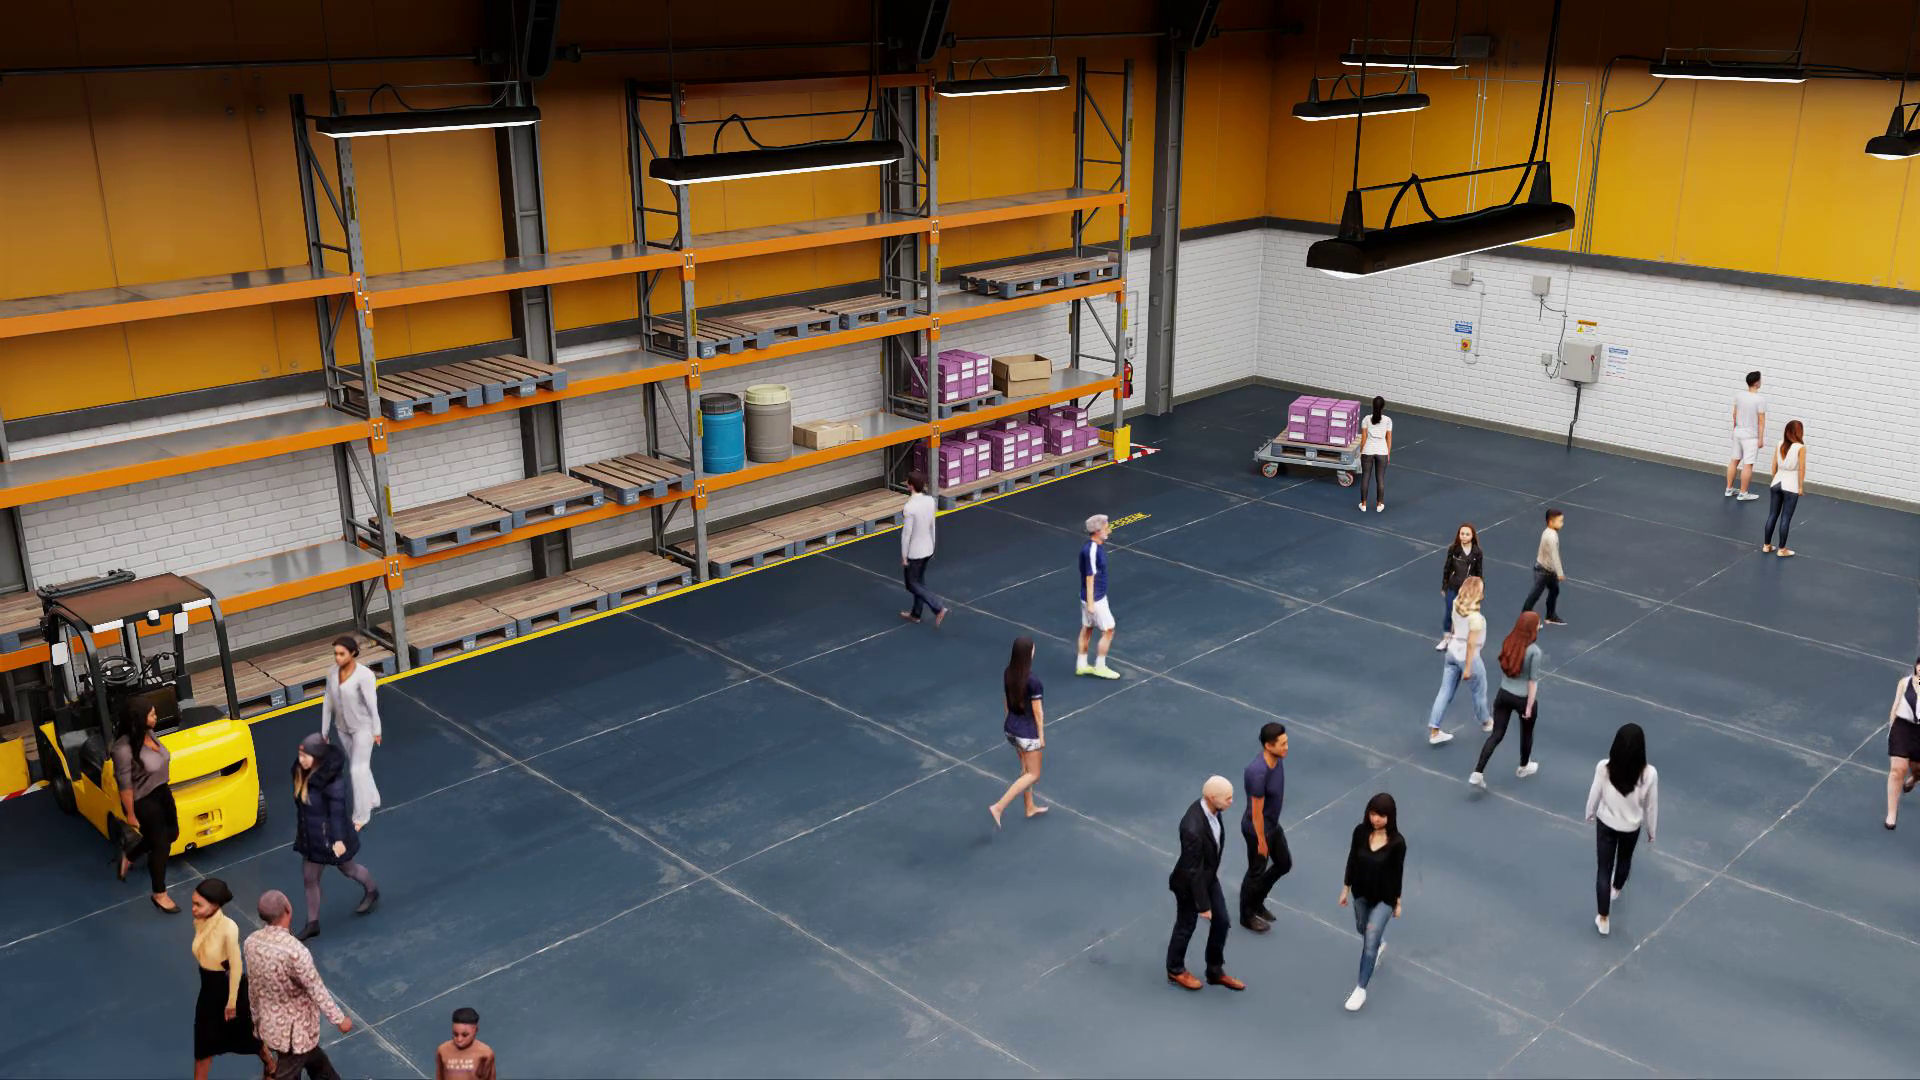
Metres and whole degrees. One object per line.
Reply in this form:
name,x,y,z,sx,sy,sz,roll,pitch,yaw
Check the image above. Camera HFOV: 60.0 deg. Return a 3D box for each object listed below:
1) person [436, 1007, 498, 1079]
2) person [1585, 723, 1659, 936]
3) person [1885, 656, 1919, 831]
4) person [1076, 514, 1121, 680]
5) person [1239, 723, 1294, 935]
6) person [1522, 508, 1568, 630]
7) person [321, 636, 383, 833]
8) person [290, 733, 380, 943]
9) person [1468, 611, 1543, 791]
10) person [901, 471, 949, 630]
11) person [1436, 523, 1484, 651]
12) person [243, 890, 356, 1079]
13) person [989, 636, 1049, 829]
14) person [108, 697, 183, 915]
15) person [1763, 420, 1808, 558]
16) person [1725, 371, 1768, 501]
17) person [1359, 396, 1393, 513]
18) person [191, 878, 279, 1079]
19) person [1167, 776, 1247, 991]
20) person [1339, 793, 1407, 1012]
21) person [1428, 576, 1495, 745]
person,-2.994,3.388,10.189,0.786,1.241,0.879,2,19,5
person,5.103,2.259,12.875,0.973,1.665,1.137,5,19,14
person,8.359,1.711,14.566,0.671,1.625,1.021,13,23,34
person,1.330,0.594,17.563,0.886,1.828,0.823,1,19,4
person,2.256,2.203,12.865,0.766,1.779,0.606,11,21,29
person,6.583,0.335,18.934,0.792,1.444,0.783,6,19,17
person,-5.279,1.627,14.673,0.817,1.716,0.951,8,20,21
person,-4.845,2.258,12.919,0.846,1.640,1.125,11,21,29
person,4.971,1.496,15.085,1.208,1.702,0.695,-14,23,-35
person,-0.407,0.143,18.906,0.823,1.827,0.992,14,23,36
person,5.530,0.514,18.342,0.638,1.483,0.636,7,20,20
person,-4.221,3.085,10.292,0.793,1.749,1.223,14,23,36
person,0.511,1.695,14.420,0.956,1.748,0.647,-15,23,-37
person,-6.503,2.096,13.121,1.008,1.816,0.949,0,19,1
person,10.615,-0.674,21.397,0.610,1.784,0.649,-10,21,-28
person,11.229,-1.502,23.743,0.723,1.856,0.760,-7,20,-21
person,5.790,-1.208,23.200,0.660,1.646,0.690,4,19,11
person,-4.735,2.959,10.863,0.755,1.622,0.911,10,21,27
person,1.646,2.470,12.089,0.853,1.767,0.828,11,21,29
person,3.024,2.546,12.091,0.645,1.622,1.058,14,23,36
person,4.763,1.195,16.020,1.198,1.674,0.943,-6,20,-18
